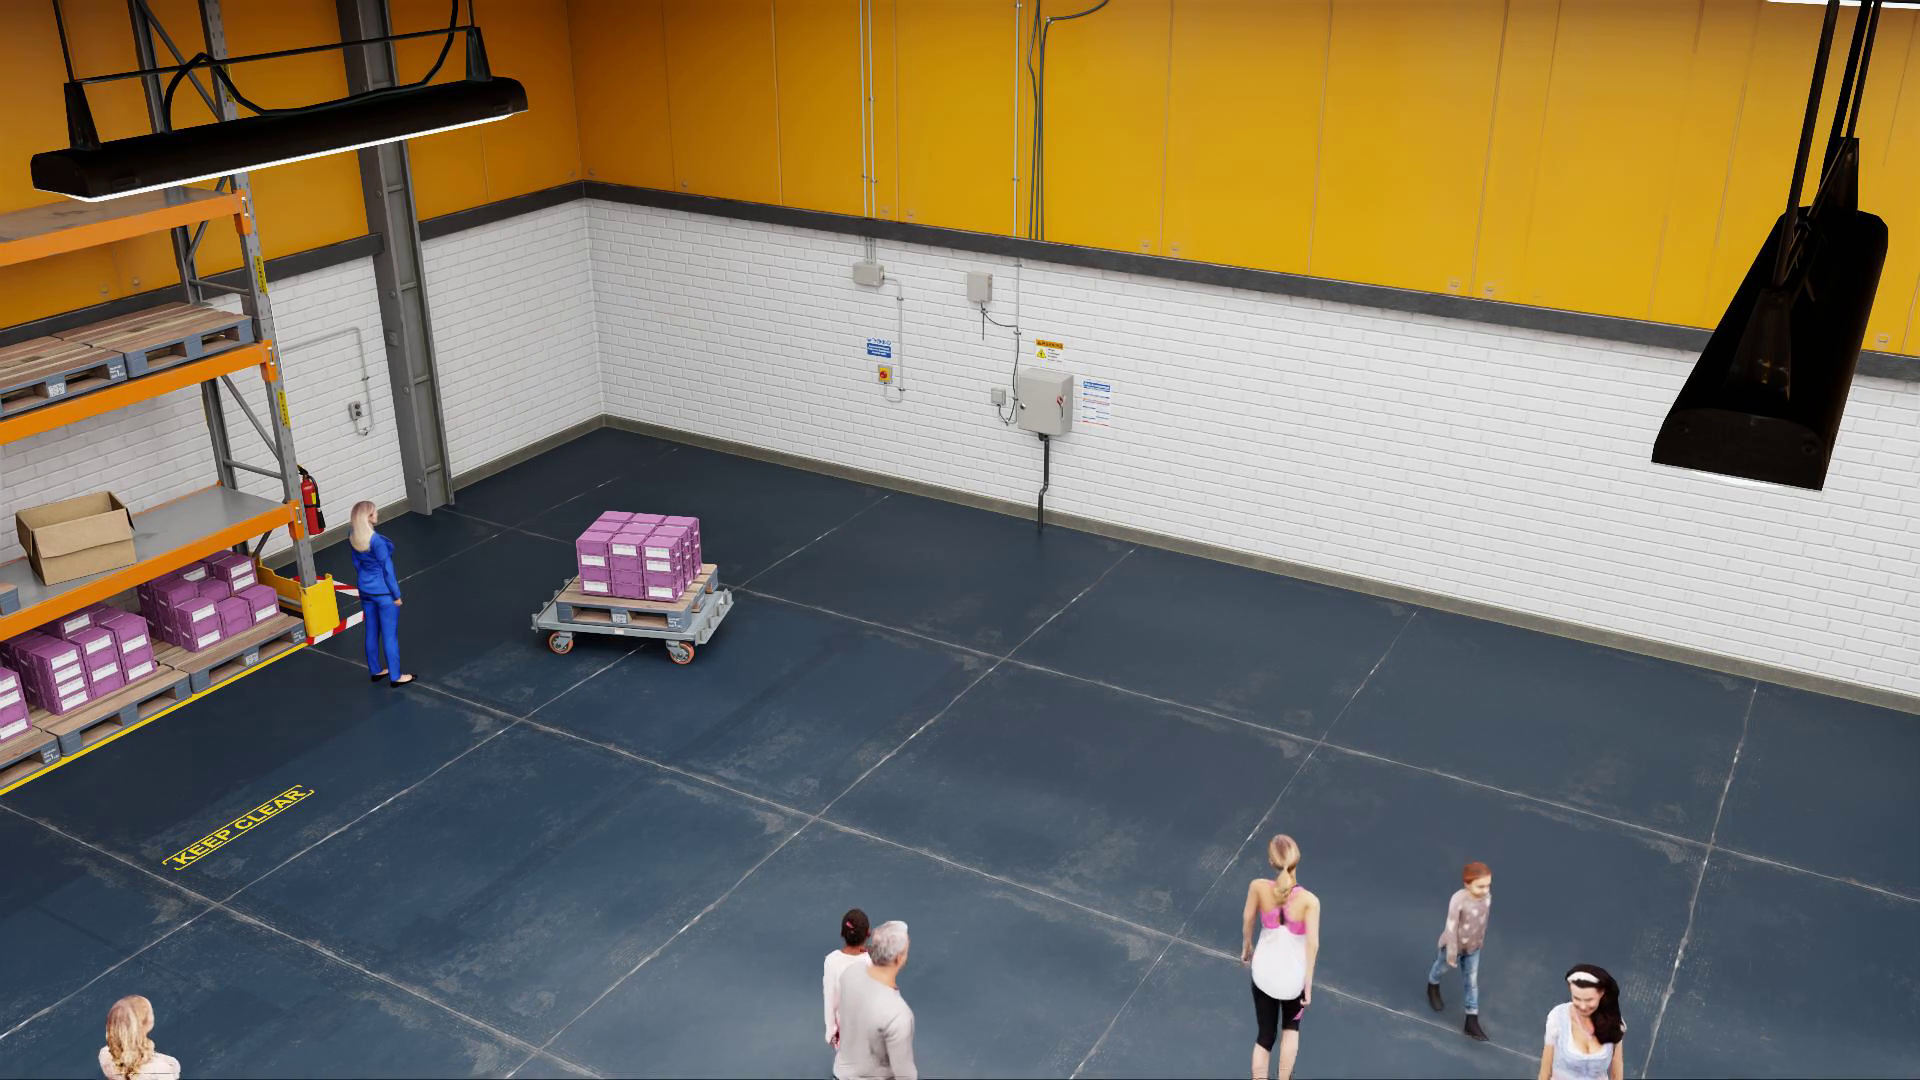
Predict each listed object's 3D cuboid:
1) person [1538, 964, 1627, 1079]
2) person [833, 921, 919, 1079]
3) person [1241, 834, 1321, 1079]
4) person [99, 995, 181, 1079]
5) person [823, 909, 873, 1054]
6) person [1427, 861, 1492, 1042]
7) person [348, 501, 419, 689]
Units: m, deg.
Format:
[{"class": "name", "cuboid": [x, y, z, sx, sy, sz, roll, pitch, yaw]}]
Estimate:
[{"class": "person", "cuboid": [3.137, 2.900, 8.616, 0.908, 1.786, 1.089, 1, 24, 3]}, {"class": "person", "cuboid": [-0.528, 2.854, 8.617, 0.952, 1.869, 0.929, -13, 27, -27]}, {"class": "person", "cuboid": [1.805, 2.554, 9.459, 0.652, 1.746, 0.722, 15, 28, 31]}, {"class": "person", "cuboid": [-4.041, 3.058, 8.220, 0.704, 1.814, 0.974, 8, 25, 17]}, {"class": "person", "cuboid": [-0.564, 2.757, 9.412, 0.915, 1.411, 1.055, -2, 24, -6]}, {"class": "person", "cuboid": [3.092, 2.477, 10.358, 0.796, 1.165, 0.874, -5, 24, -11]}, {"class": "person", "cuboid": [-5.016, 0.461, 14.304, 0.616, 1.700, 0.539, 14, 27, 29]}]
